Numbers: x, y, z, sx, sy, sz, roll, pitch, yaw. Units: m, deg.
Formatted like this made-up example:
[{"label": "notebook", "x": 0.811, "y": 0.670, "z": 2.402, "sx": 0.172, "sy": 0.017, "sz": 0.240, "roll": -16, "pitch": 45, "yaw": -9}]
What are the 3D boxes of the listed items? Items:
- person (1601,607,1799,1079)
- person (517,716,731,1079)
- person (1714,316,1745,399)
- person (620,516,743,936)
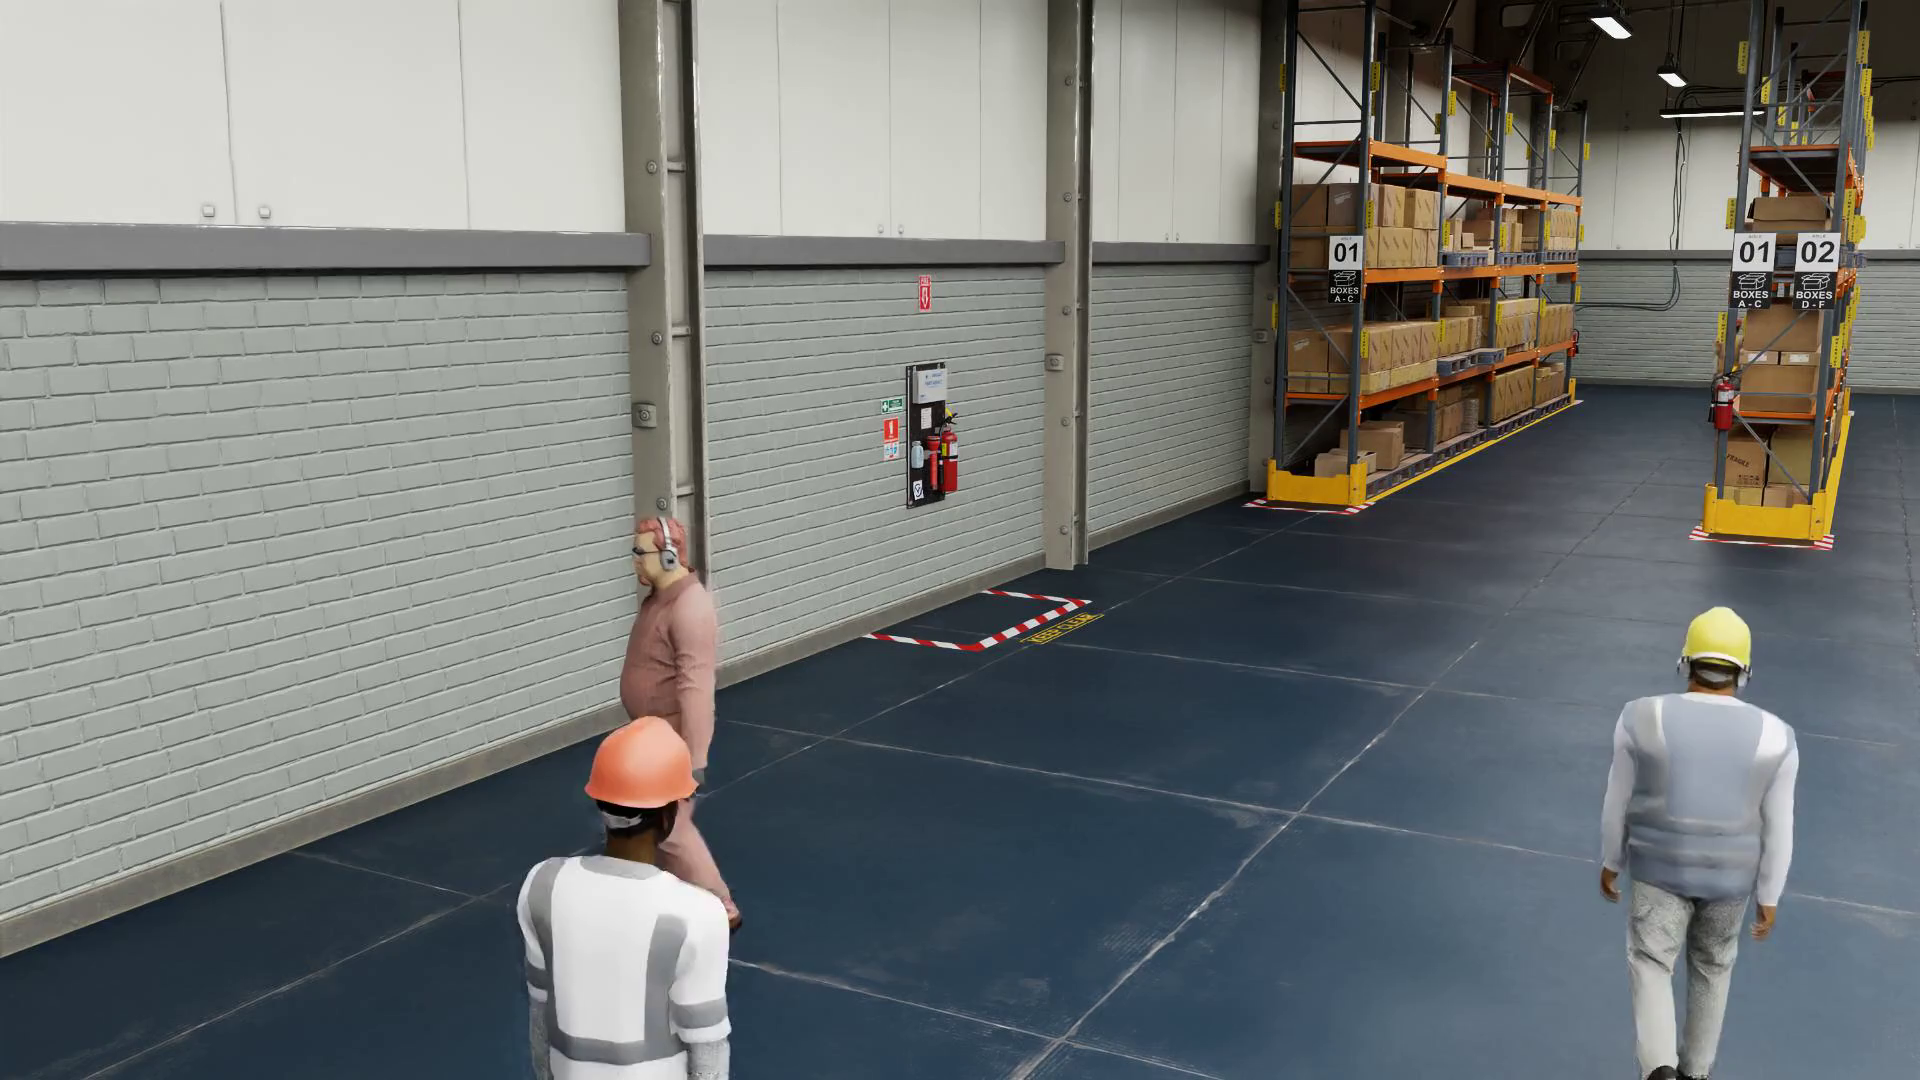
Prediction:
[{"label": "person", "x": 2.515, "y": 1.135, "z": 5.682, "sx": 0.596, "sy": 1.807, "sz": 0.734, "roll": 3, "pitch": 10, "yaw": 15}, {"label": "person", "x": -0.814, "y": 1.378, "z": 3.954, "sx": 0.554, "sy": 1.914, "sz": 0.745, "roll": 3, "pitch": 10, "yaw": 15}, {"label": "person", "x": 13.887, "y": -3.066, "z": 29.967, "sx": 0.564, "sy": 1.910, "sz": 0.771, "roll": 6, "pitch": 11, "yaw": 32}, {"label": "person", "x": -1.251, "y": 0.835, "z": 7.167, "sx": 0.435, "sy": 1.905, "sz": 0.673, "roll": -3, "pitch": 10, "yaw": -18}]
